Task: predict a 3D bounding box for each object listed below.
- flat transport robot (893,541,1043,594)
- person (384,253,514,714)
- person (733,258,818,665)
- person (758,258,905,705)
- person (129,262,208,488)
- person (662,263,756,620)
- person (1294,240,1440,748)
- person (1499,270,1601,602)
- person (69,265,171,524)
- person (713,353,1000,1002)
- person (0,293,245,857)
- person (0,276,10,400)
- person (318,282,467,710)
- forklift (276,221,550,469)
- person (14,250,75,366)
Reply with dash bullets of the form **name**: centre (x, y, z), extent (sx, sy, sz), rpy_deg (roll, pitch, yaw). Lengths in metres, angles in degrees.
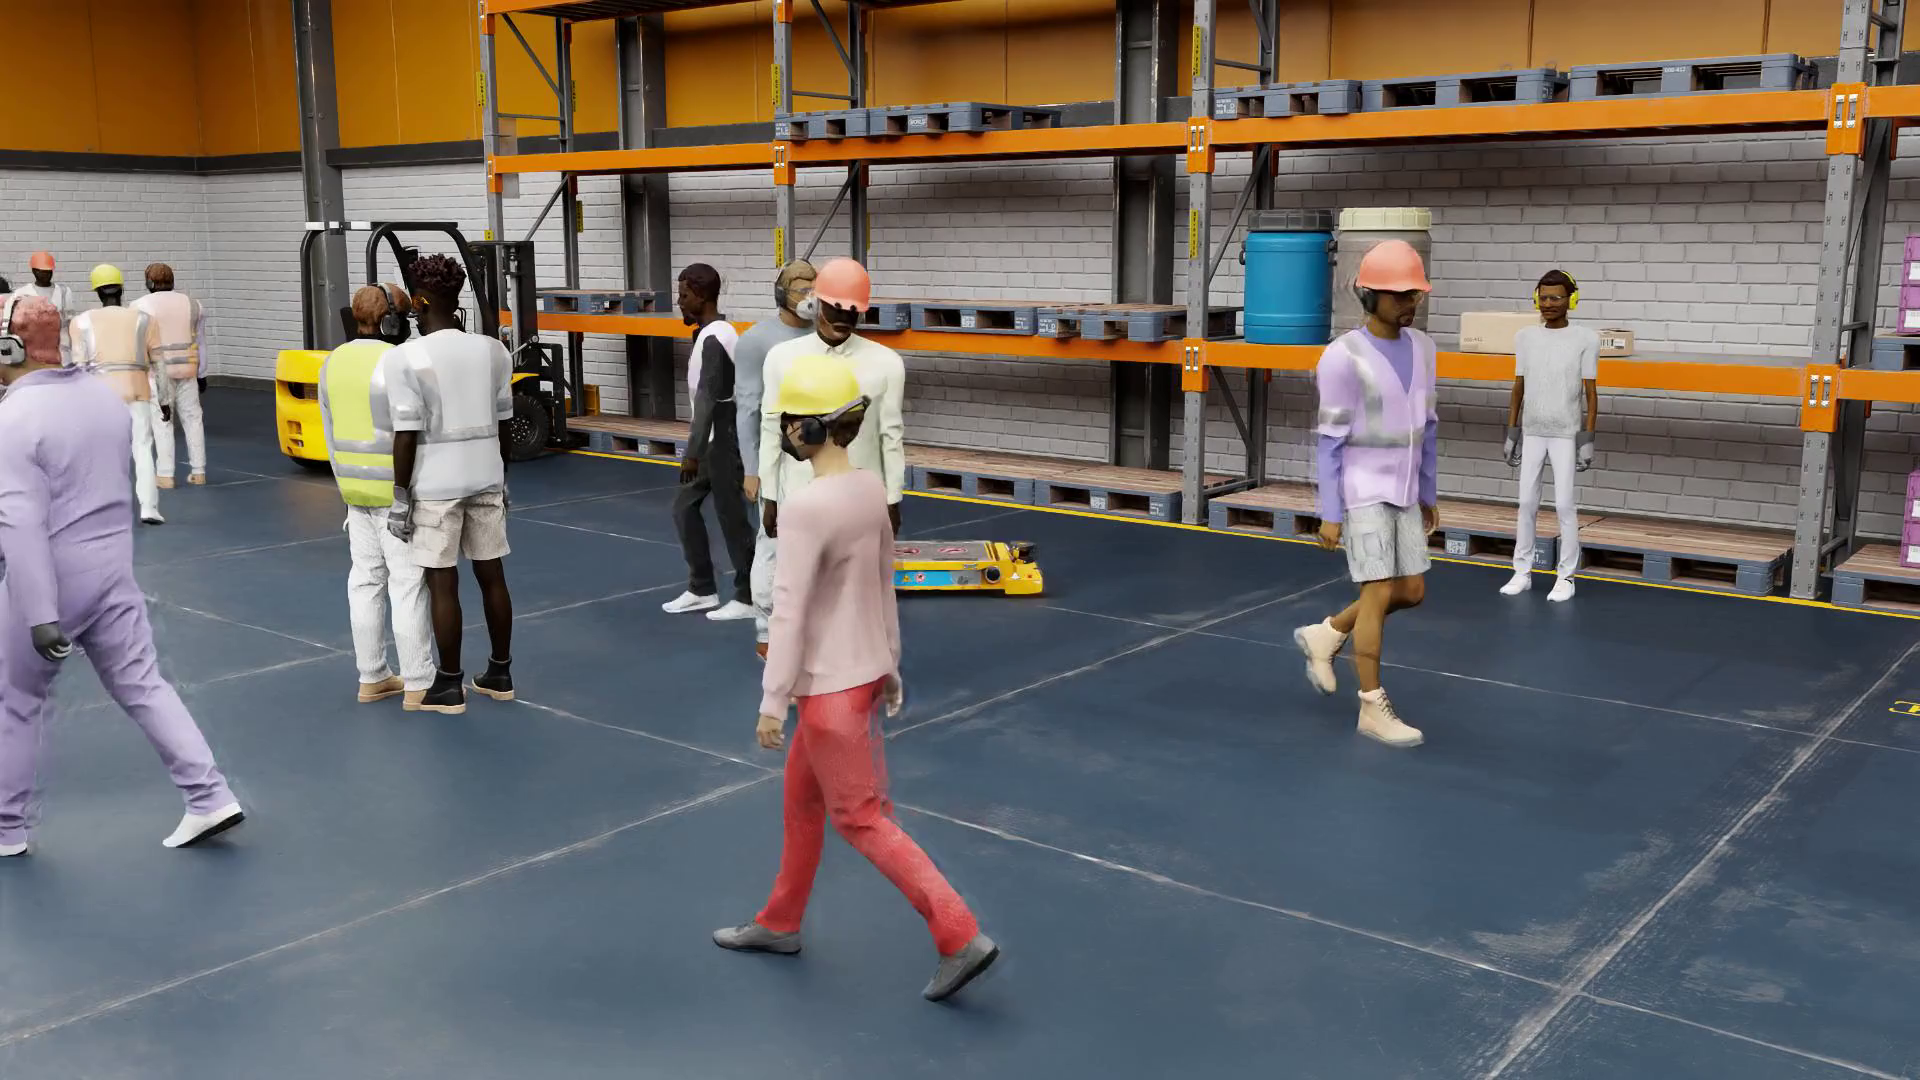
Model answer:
- **flat transport robot**: centre (-0.260, 0.156, 9.673), extent (1.431, 0.197, 0.652), rpy_deg (0, 10, -2)
- **person**: centre (-2.181, -0.237, 7.146), extent (0.369, 1.967, 0.601), rpy_deg (8, 13, 39)
- **person**: centre (-0.781, -0.366, 7.945), extent (0.635, 1.936, 0.355), rpy_deg (-9, 13, -40)
- **person**: centre (-0.535, -0.199, 6.980), extent (0.622, 1.952, 0.561), rpy_deg (0, 10, 2)
- **person**: centre (-6.496, -1.348, 13.659), extent (0.429, 1.839, 0.633), rpy_deg (9, 13, 40)
- **person**: centre (-1.362, -0.501, 8.799), extent (0.675, 1.893, 0.616), rpy_deg (-3, 11, -14)
- **person**: centre (1.660, -0.202, 6.798), extent (0.630, 2.024, 0.674), rpy_deg (-8, 13, -36)
- **person**: centre (3.326, -0.584, 9.382), extent (0.514, 1.861, 0.320), rpy_deg (9, 14, 42)
- **person**: centre (-6.055, -1.053, 12.028), extent (0.605, 1.848, 1.112), rpy_deg (-5, 11, -25)
- **person**: centre (-0.284, 0.364, 4.466), extent (0.868, 1.731, 0.529), rpy_deg (4, 11, 19)
- **person**: centre (-2.866, 0.131, 5.414), extent (0.968, 1.865, 0.644), rpy_deg (2, 10, 10)
- **person**: centre (-10.882, -2.310, 18.630), extent (0.656, 1.955, 0.775), rpy_deg (9, 14, 42)
- **person**: centre (-2.456, -0.183, 7.201), extent (0.626, 1.844, 0.429), rpy_deg (6, 12, 31)
- **forklift**: centre (-4.922, -1.741, 14.854), extent (1.214, 2.155, 2.313), rpy_deg (8, 13, 38)
- **person**: centre (-9.255, -1.971, 16.905), extent (0.565, 1.908, 0.721), rpy_deg (-8, 13, -38)
